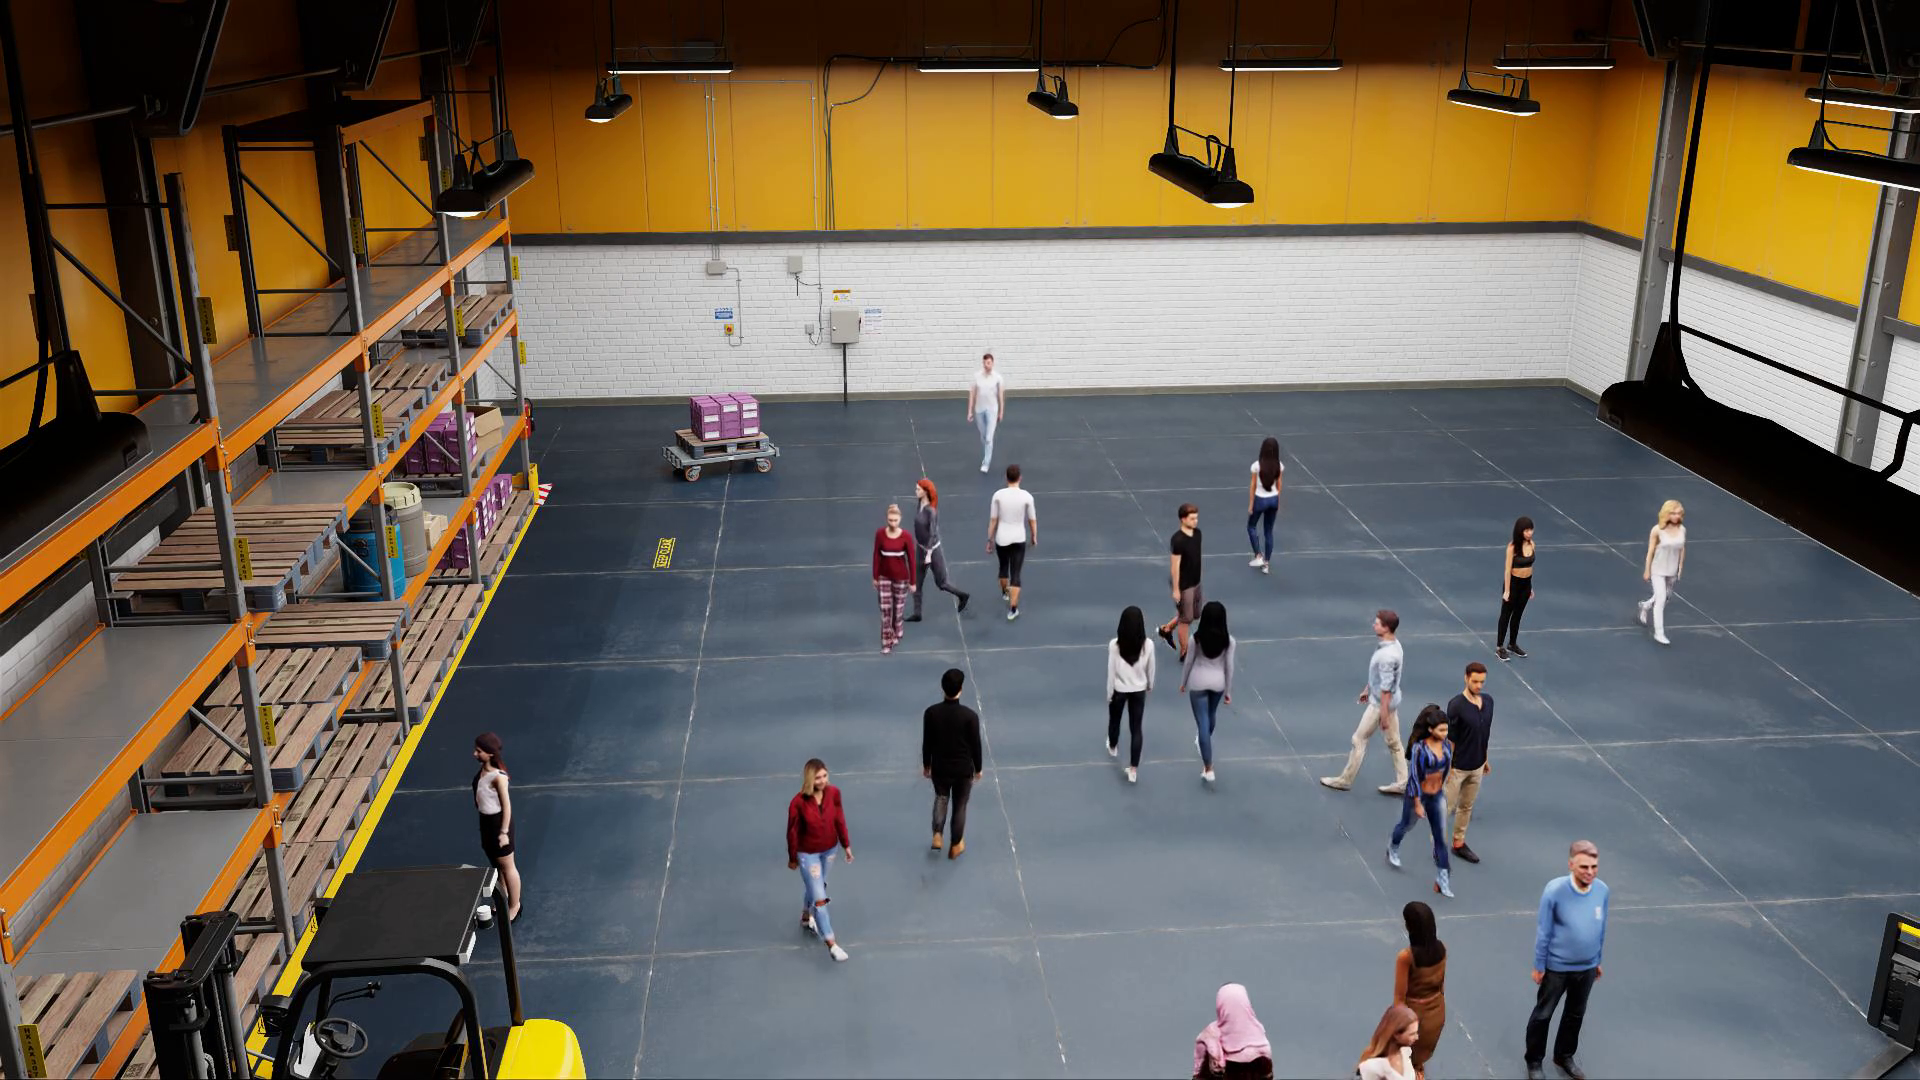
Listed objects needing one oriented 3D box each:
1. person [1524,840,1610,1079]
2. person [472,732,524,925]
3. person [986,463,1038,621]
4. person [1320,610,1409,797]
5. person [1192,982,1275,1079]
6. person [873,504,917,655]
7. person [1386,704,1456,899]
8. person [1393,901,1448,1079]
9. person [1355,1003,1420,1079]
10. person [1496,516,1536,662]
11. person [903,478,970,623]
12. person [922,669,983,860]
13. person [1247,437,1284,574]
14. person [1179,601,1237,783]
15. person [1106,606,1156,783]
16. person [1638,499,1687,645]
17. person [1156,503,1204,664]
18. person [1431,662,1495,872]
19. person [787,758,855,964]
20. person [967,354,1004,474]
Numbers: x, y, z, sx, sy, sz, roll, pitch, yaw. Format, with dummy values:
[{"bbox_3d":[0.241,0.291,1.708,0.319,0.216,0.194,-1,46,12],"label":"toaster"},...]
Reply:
[{"bbox_3d":[4.149,2.848,11.335,0.672,1.817,0.572,-3,19,-9],"label":"person"},{"bbox_3d":[-3.694,2.291,13.252,0.698,1.648,0.615,-16,24,-39],"label":"person"},{"bbox_3d":[0.592,0.047,19.655,0.902,1.814,1.201,3,19,7],"label":"person"},{"bbox_3d":[3.977,1.533,15.243,1.029,1.816,1.094,8,20,23],"label":"person"},{"bbox_3d":[1.615,3.448,9.921,0.960,1.583,1.186,7,20,21],"label":"person"},{"bbox_3d":[-0.744,0.403,18.809,0.739,1.681,0.898,1,19,3],"label":"person"},{"bbox_3d":[3.812,2.127,13.850,0.789,1.579,1.108,-7,20,-19],"label":"person"},{"bbox_3d":[2.994,3.144,10.696,0.812,1.663,0.925,-10,21,-28],"label":"person"},{"bbox_3d":[2.400,3.441,9.808,0.972,1.668,0.902,17,25,40],"label":"person"},{"bbox_3d":[6.201,0.517,18.528,0.622,1.643,0.597,-8,20,-23],"label":"person"},{"bbox_3d":[-0.297,0.135,19.496,0.929,1.750,1.063,-10,21,-27],"label":"person"},{"bbox_3d":[-0.084,1.948,14.166,0.753,1.715,0.759,6,19,16],"label":"person"},{"bbox_3d":[3.906,-0.414,21.105,0.637,1.764,0.611,-4,19,-12],"label":"person"},{"bbox_3d":[2.344,1.451,15.674,0.631,1.694,1.154,-2,19,-5],"label":"person"},{"bbox_3d":[1.609,1.473,15.654,0.628,1.666,0.984,-2,19,-6],"label":"person"},{"bbox_3d":[8.050,0.318,19.111,0.652,1.649,1.002,-3,19,-9],"label":"person"},{"bbox_3d":[2.437,0.458,18.385,1.040,1.847,0.981,15,24,37],"label":"person"},{"bbox_3d":[4.277,1.890,14.118,0.695,1.855,0.649,-8,20,-23],"label":"person"},{"bbox_3d":[-1.156,2.419,12.958,0.978,1.594,1.110,-16,24,-40],"label":"person"},{"bbox_3d":[0.421,-1.970,25.665,0.986,1.801,1.290,6,20,17],"label":"person"}]
